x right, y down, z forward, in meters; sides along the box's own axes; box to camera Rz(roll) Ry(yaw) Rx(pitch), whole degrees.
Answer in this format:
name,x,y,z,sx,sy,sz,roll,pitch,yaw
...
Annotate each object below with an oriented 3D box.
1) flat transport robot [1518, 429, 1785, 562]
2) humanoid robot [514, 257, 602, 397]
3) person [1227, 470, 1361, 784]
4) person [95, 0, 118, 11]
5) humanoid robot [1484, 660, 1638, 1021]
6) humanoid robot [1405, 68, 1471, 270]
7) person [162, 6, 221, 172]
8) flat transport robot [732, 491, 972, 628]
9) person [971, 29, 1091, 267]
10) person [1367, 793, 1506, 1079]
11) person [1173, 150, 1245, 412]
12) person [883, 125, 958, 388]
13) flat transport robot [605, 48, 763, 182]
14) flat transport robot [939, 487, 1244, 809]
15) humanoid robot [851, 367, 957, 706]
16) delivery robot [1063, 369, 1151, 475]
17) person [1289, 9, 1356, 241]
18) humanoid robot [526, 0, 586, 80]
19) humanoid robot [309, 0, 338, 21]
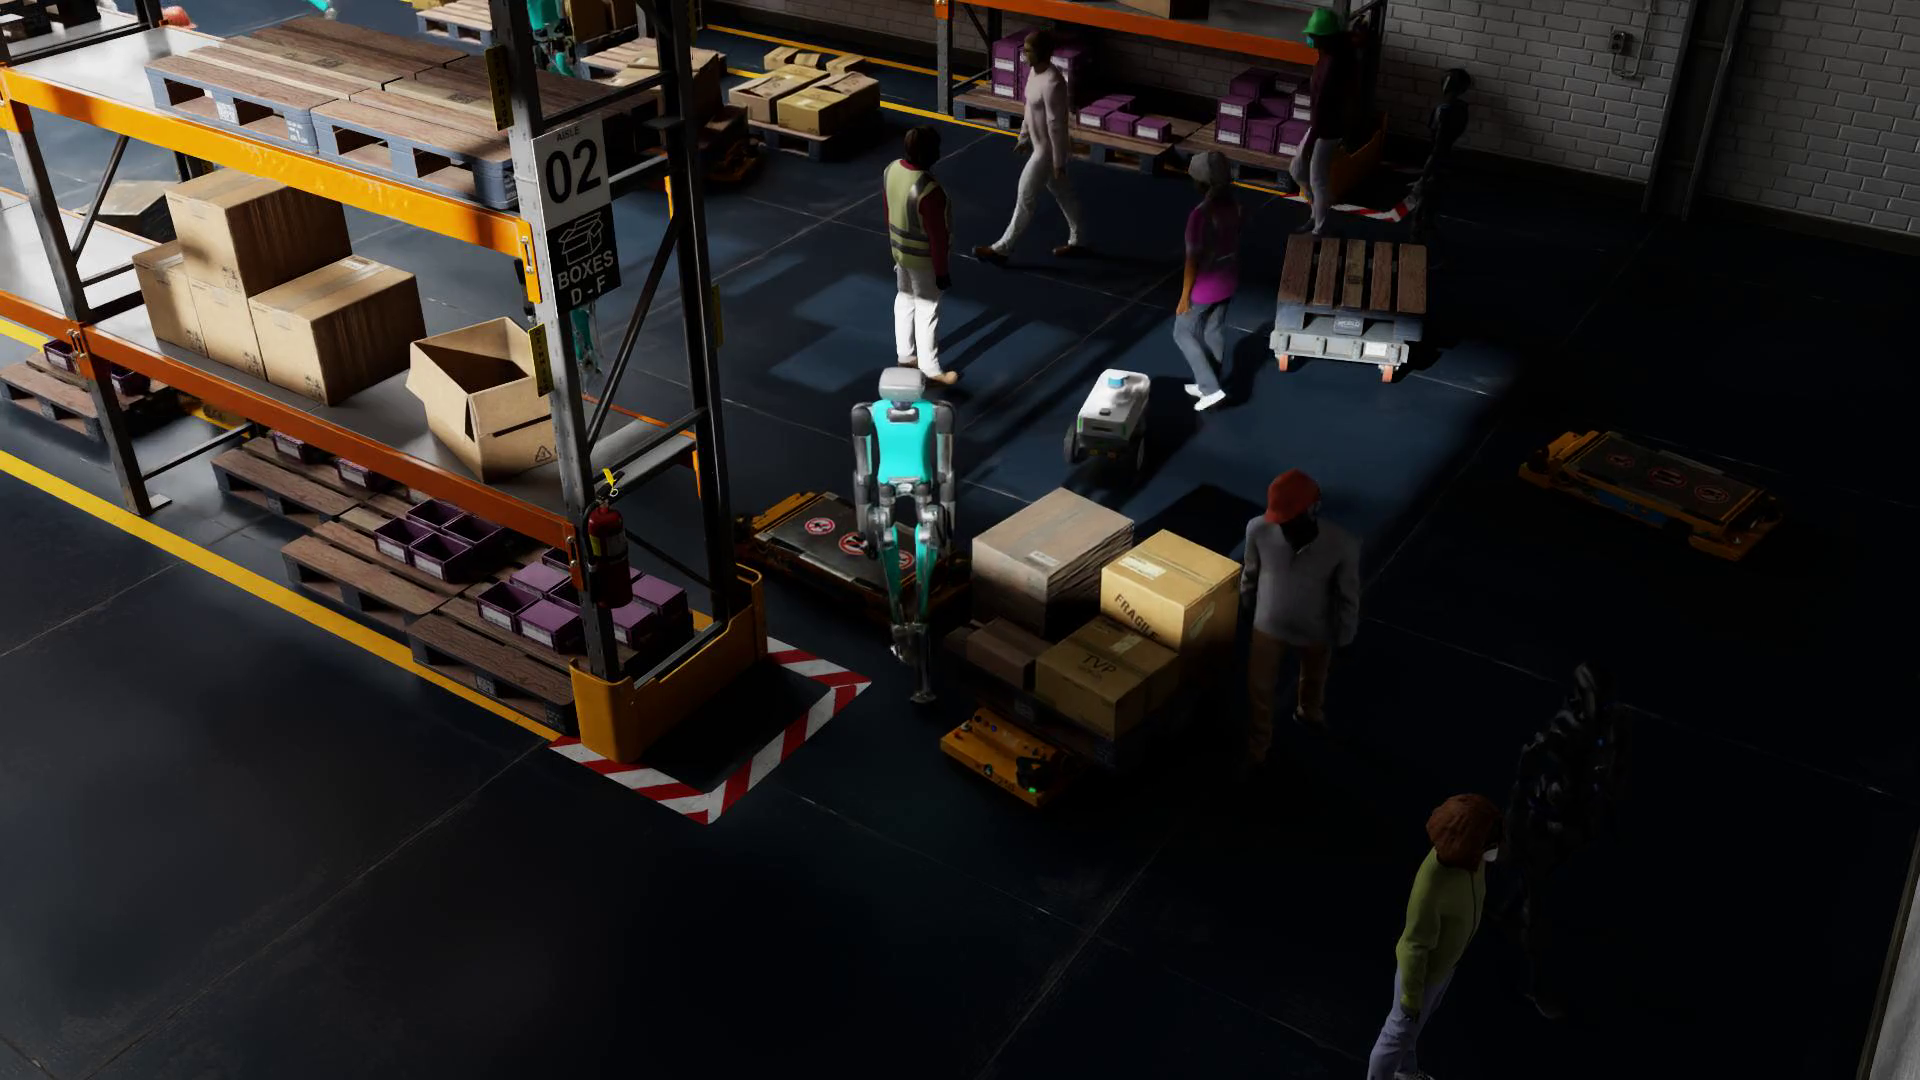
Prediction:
name,x,y,z,sx,sy,sz,roll,pitch,yaw
flat transport robot,4.303,-0.325,10.372,1.431,0.231,0.659,28,42,36
humanoid robot,-2.538,-1.527,10.865,0.547,1.743,0.959,-23,39,-31
person,1.616,0.373,7.980,0.578,1.719,0.645,11,35,17
person,-8.680,-5.179,16.488,0.787,1.727,0.814,-9,34,-14
humanoid robot,2.481,1.174,6.806,0.600,1.630,0.741,-11,35,-17
humanoid robot,3.755,-2.847,12.965,0.449,1.641,0.599,17,37,24
person,-6.499,-3.648,14.133,0.497,1.730,0.584,-3,33,-5
flat transport robot,-0.654,0.082,9.746,1.431,0.231,0.659,24,40,32
person,0.609,-3.084,13.138,1.024,1.878,0.650,-2,33,-4
person,1.769,1.572,6.203,0.267,1.631,0.506,22,39,30
person,1.666,-1.682,11.020,0.525,1.836,0.464,-23,40,-31
person,-0.255,-1.943,11.417,0.429,1.841,0.634,-20,38,-28
flat transport robot,-2.600,-3.537,15.309,1.431,0.231,0.659,7,34,10
flat transport robot,0.620,0.829,8.599,0.659,0.231,1.431,27,42,35
humanoid robot,-0.271,0.082,8.427,0.530,1.781,0.872,-1,33,-2
delivery robot,0.992,-0.788,10.835,0.503,0.609,0.780,10,34,15
person,2.901,-3.302,13.426,0.452,1.928,0.531,3,33,4
humanoid robot,-3.622,-4.333,15.274,0.748,1.872,0.543,23,40,31
humanoid robot,-6.946,-6.056,17.847,0.869,1.789,0.564,5,33,8
